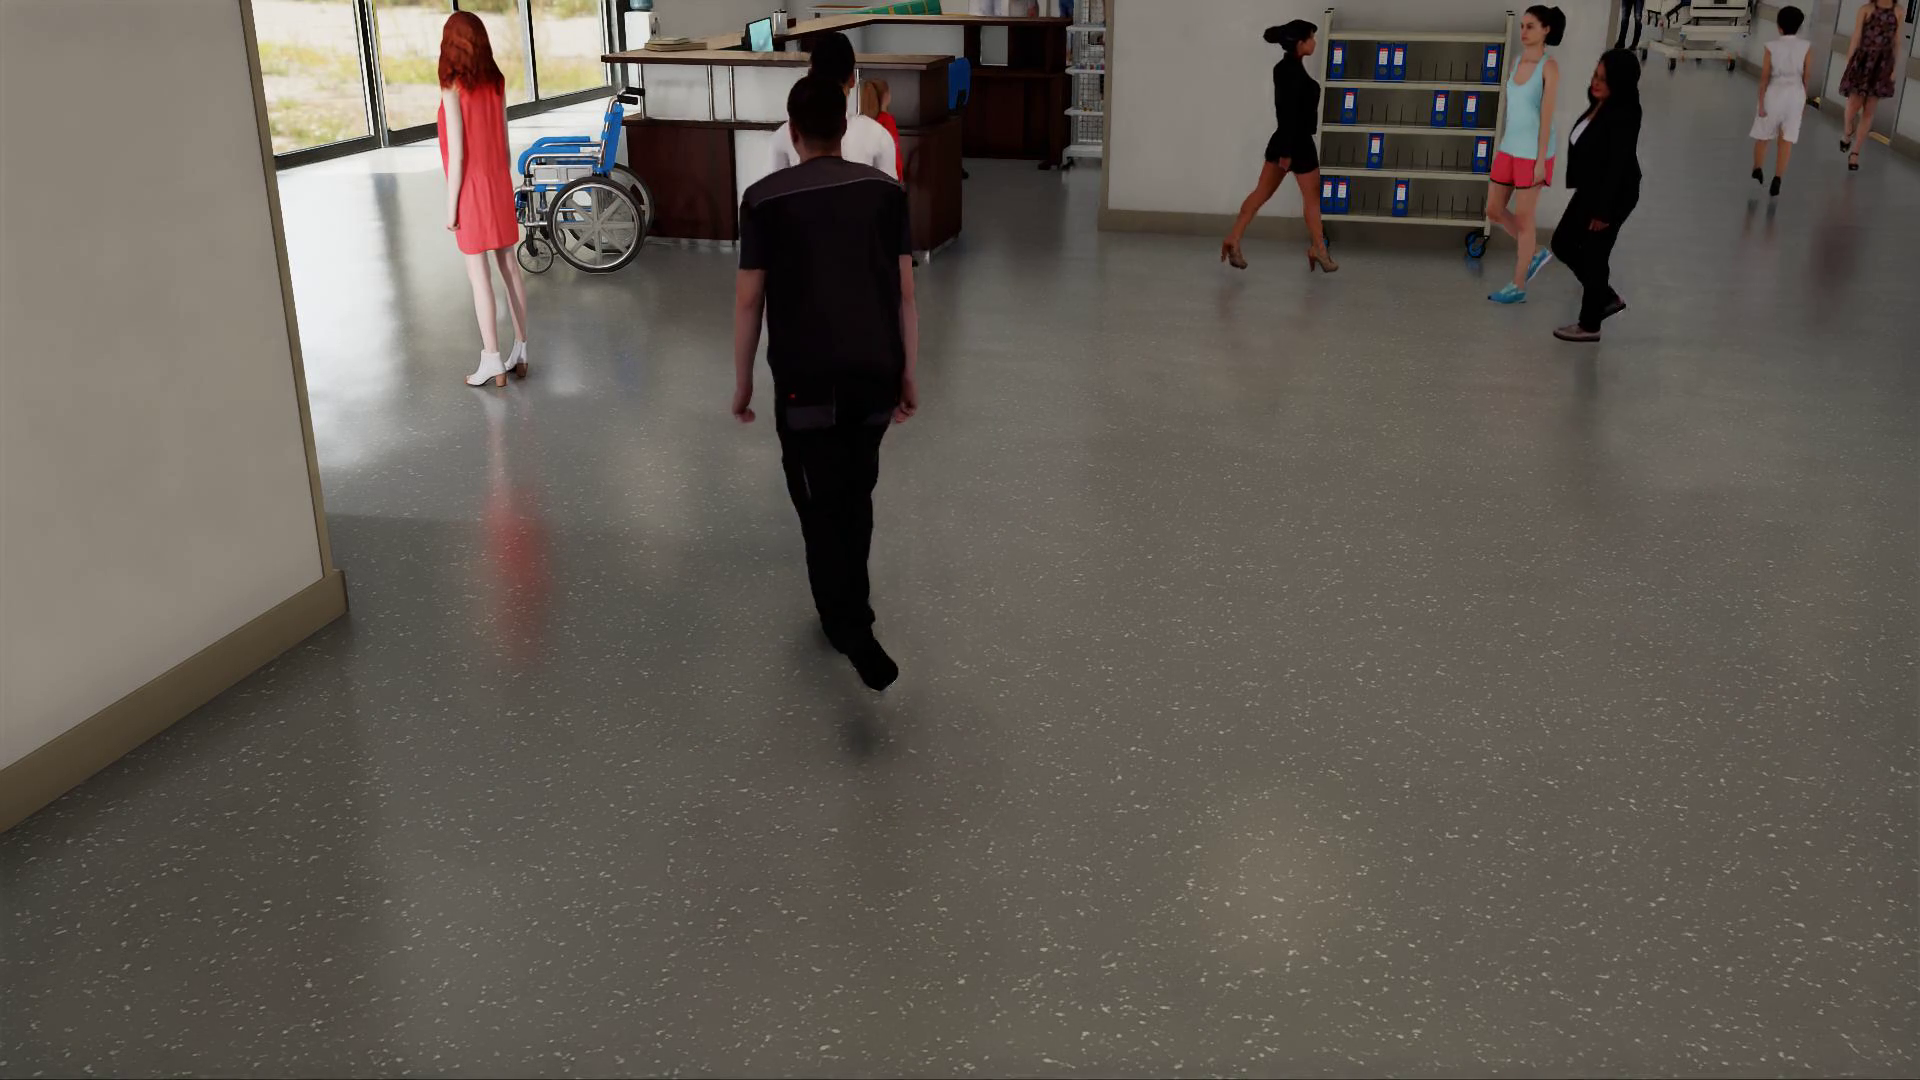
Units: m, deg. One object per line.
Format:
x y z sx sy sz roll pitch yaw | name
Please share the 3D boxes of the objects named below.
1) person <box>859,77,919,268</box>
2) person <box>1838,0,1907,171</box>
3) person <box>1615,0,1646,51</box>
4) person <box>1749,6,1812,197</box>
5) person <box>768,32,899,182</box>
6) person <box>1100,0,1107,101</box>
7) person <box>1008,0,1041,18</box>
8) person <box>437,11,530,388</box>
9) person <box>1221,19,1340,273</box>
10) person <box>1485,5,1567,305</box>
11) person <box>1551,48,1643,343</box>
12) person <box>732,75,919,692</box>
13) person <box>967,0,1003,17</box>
-0.569 -2.327 10.805 0.893 1.253 0.879 -14 25 -32 | person
8.370 -4.320 15.342 0.708 1.767 0.680 5 21 13 | person
11.704 -9.500 28.822 0.839 1.905 0.733 -17 26 -37 | person
6.811 -3.581 13.765 0.984 1.501 0.652 7 22 18 | person
-0.491 -1.016 6.519 0.618 1.838 0.775 2 21 4 | person
1.851 -6.142 20.072 0.691 1.824 0.694 -5 21 -13 | person
0.789 -6.507 21.342 0.738 1.606 0.813 18 27 40 | person
-2.377 -1.689 8.308 0.568 1.828 0.634 10 23 25 | person
2.044 -2.487 10.739 1.089 1.598 0.839 -3 21 -7 | person
3.474 -2.310 10.046 0.881 1.758 0.810 -9 23 -23 | person
3.576 -1.848 9.059 0.772 1.593 0.748 1 21 4 | person
-0.337 -0.413 4.986 1.253 1.796 1.201 -6 22 -16 | person
0.311 -5.963 19.620 0.918 1.809 0.914 16 26 35 | person
